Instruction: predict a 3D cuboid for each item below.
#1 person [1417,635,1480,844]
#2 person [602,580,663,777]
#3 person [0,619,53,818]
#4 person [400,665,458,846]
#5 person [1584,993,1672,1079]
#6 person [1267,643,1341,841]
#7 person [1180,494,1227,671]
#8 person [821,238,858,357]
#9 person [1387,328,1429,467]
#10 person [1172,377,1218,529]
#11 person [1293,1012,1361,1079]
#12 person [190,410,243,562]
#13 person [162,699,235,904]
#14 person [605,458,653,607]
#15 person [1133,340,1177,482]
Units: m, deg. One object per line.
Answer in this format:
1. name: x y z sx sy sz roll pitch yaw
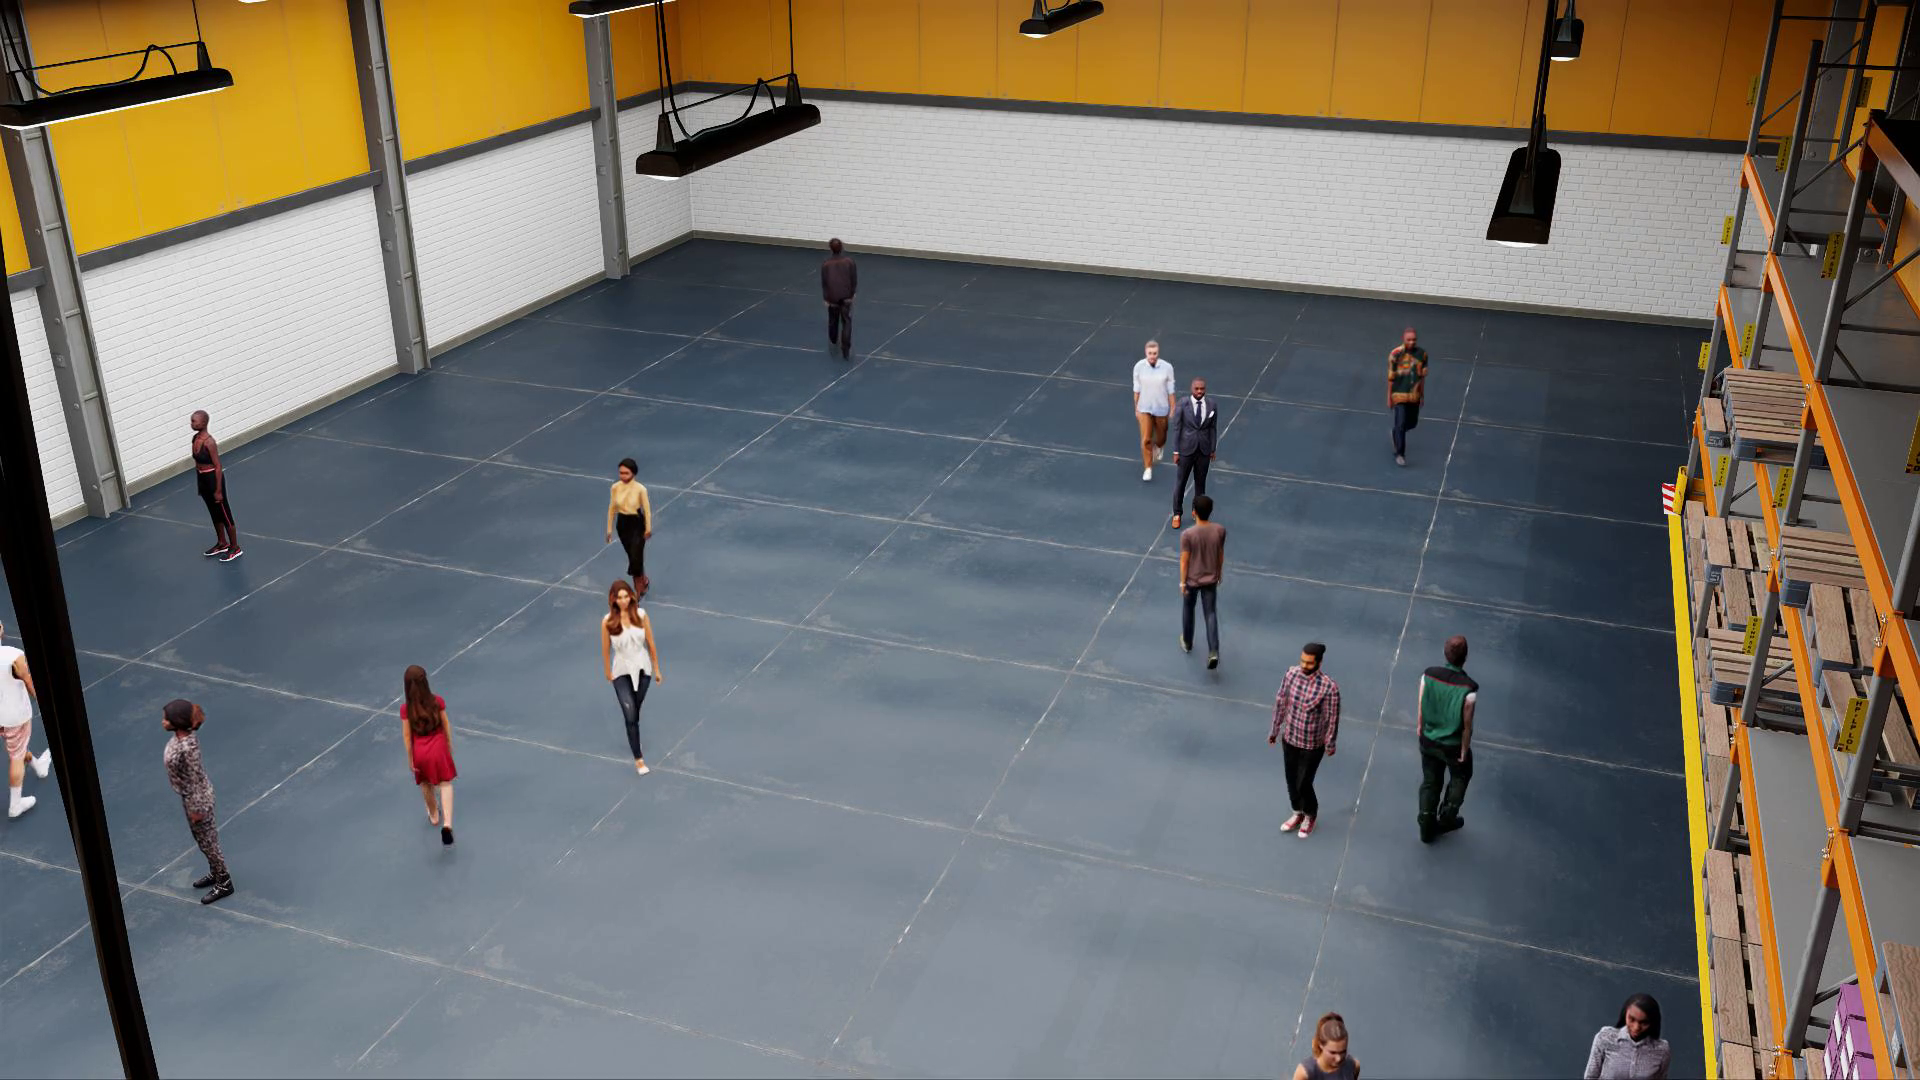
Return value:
1. person: 3.891 1.652 13.474 0.775 1.826 0.812 19 30 37
2. person: -2.928 1.149 14.737 1.098 1.737 1.122 -12 26 -25
3. person: -8.024 1.498 13.939 0.885 1.736 1.183 1 24 2
4. person: -4.318 1.764 13.587 0.907 1.531 1.010 -9 25 -19
5. person: 3.841 3.360 9.694 0.590 1.725 0.517 9 25 20
6. person: 2.887 1.597 13.694 0.795 1.752 0.791 -20 30 -38
7. person: 2.410 0.431 16.362 0.942 1.751 1.179 -3 24 -6
8. person: -1.849 -3.724 25.834 1.070 1.778 1.300 -3 24 -6
9. person: 5.786 -1.908 21.661 0.938 1.792 1.074 -3 24 -7
10. person: 2.762 -1.054 19.668 0.785 1.824 0.774 -3 24 -6
11. person: 2.049 3.420 9.634 0.954 1.664 1.248 -3 24 -7
12. person: -8.437 -0.634 18.790 0.639 1.758 0.626 16 28 32
13. person: -5.889 1.998 12.824 0.721 1.714 0.679 -15 28 -31
14. person: -3.467 -0.116 17.762 0.609 1.631 0.833 7 25 16
15. person: 2.472 -1.699 21.168 0.846 1.804 1.092 2 24 4
